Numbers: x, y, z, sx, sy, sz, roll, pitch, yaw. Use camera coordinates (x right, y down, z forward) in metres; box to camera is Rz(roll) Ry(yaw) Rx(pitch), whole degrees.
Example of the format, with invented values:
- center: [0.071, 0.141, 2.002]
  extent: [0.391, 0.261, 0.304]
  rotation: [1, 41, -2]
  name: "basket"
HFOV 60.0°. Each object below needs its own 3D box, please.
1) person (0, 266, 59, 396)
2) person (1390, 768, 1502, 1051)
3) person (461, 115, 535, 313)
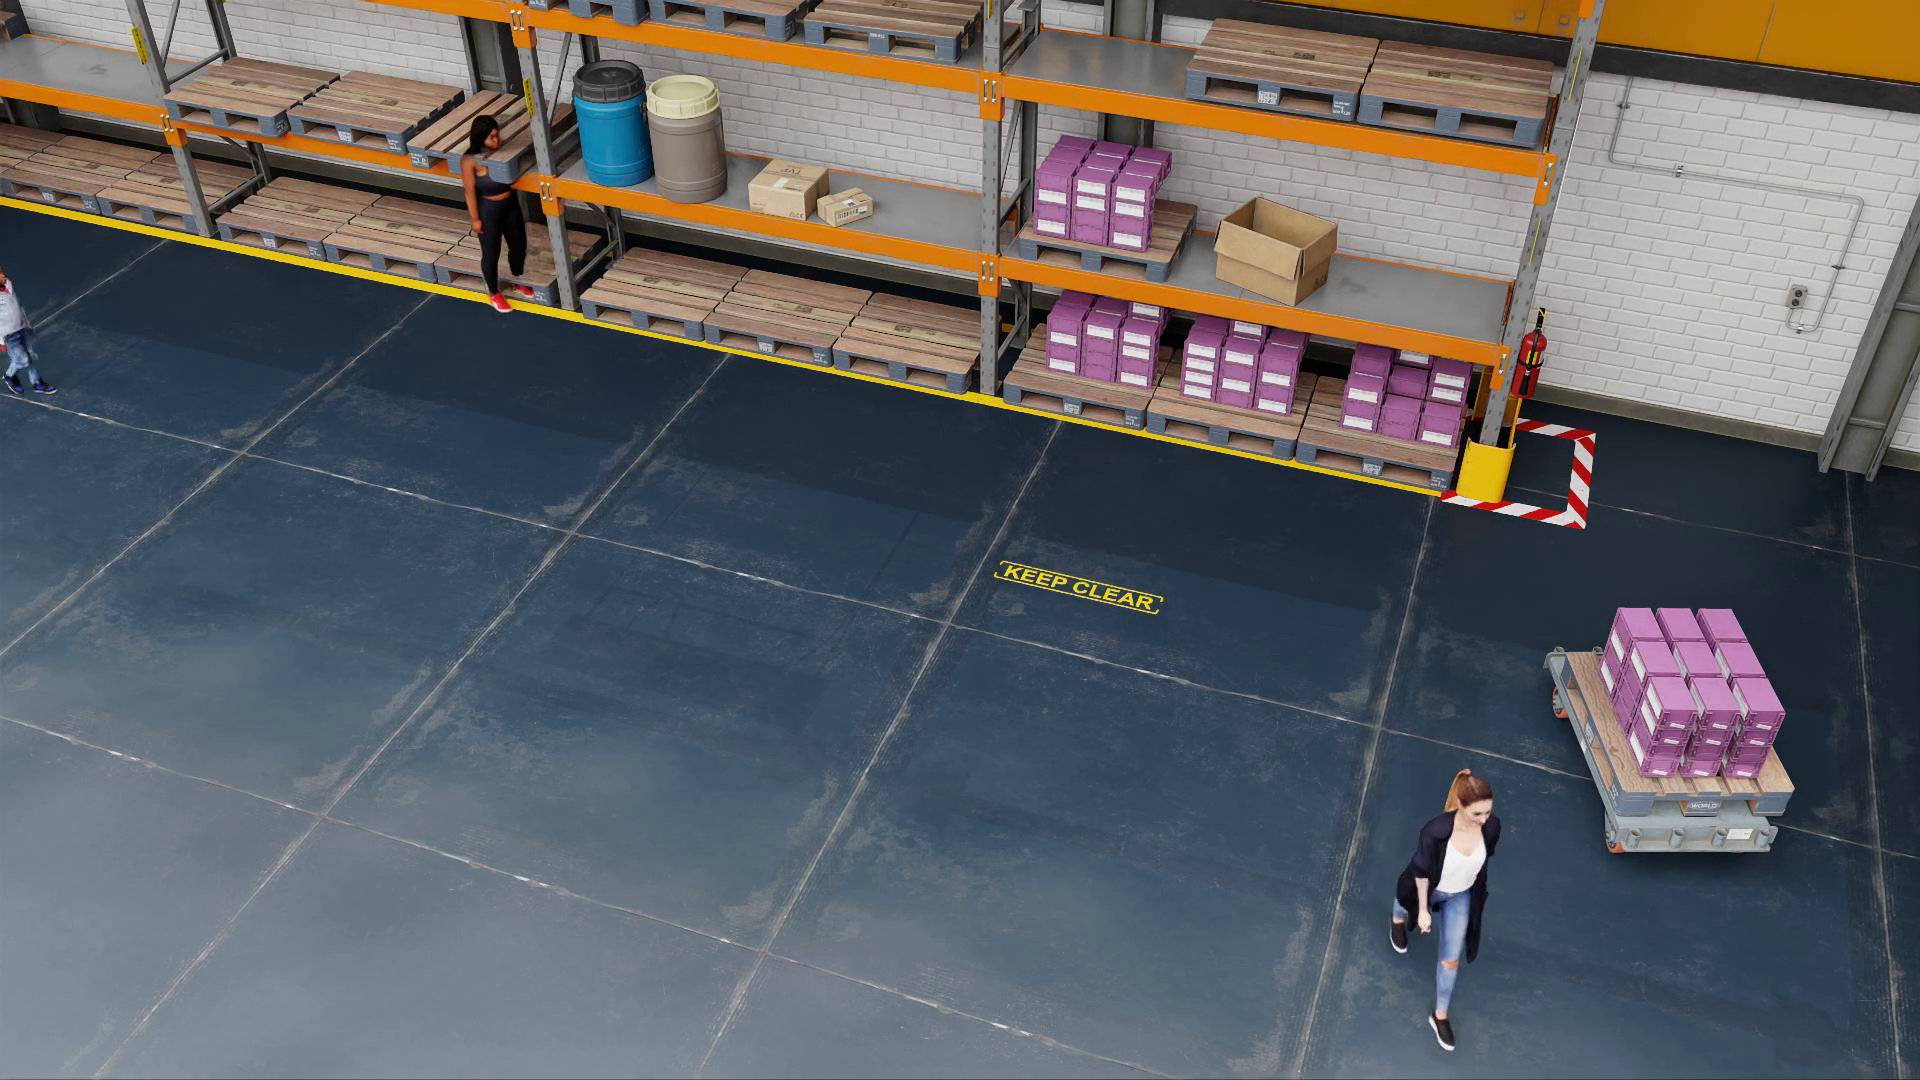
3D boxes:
- center: [-7.777, -1.730, 13.543]
  extent: [0.642, 1.254, 0.533]
  rotation: [8, 39, 10]
  name: "person"
- center: [2.512, 1.790, 8.836]
  extent: [1.160, 1.628, 0.970]
  rotation: [-2, 39, -3]
  name: "person"
- center: [-4.056, -2.876, 14.532]
  extent: [0.747, 1.811, 0.763]
  rotation: [27, 46, 30]
  name: "person"
